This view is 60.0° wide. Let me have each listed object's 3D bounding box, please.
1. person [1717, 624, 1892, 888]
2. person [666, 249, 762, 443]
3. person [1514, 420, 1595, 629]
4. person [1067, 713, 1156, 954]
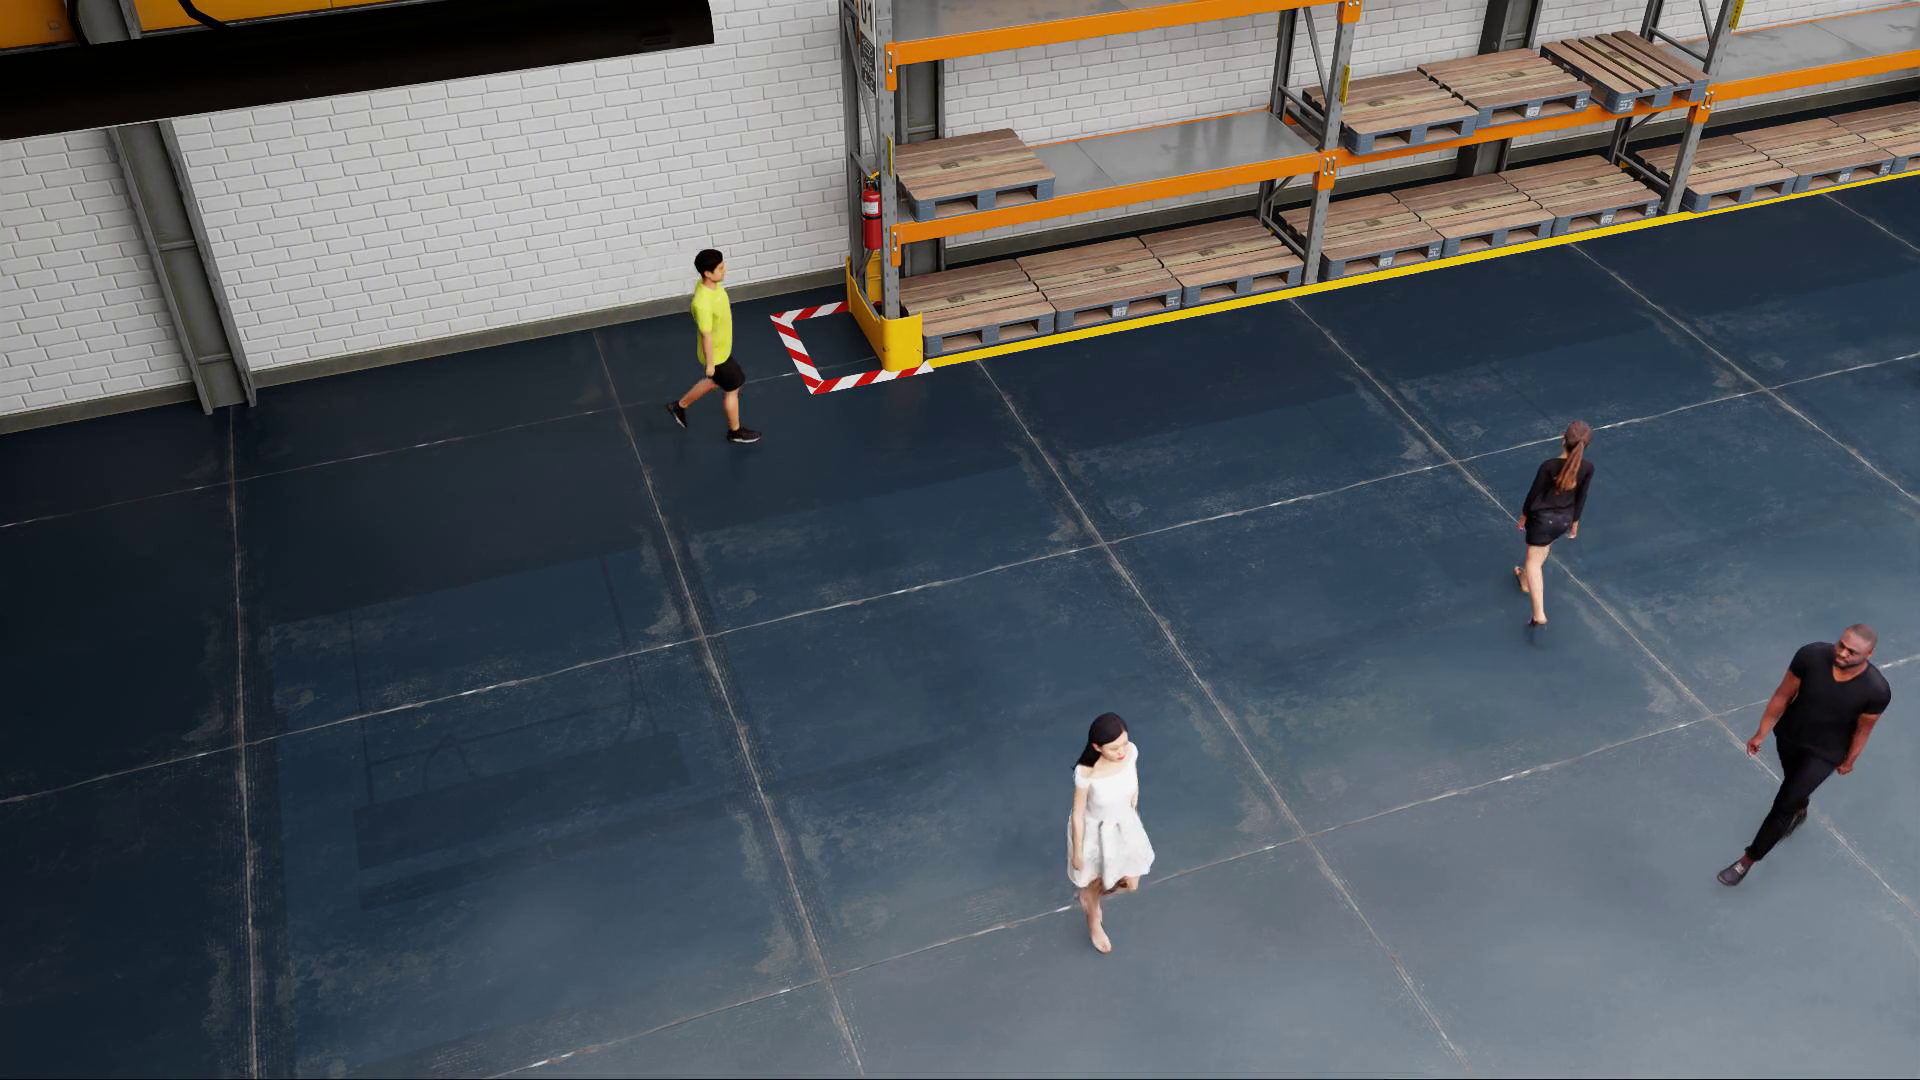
[{"bbox_3d":[4.855,1.124,9.418,1.277,1.769,0.903,-24,44,-27],"label":"person"},{"bbox_3d":[-1.950,-1.465,12.728,1.020,1.682,0.762,-3,39,-4],"label":"person"},{"bbox_3d":[3.966,-0.098,11.140,1.011,1.530,0.839,0,39,0],"label":"person"},{"bbox_3d":[0.715,1.533,8.906,0.700,1.768,0.759,-22,43,-25],"label":"person"}]
